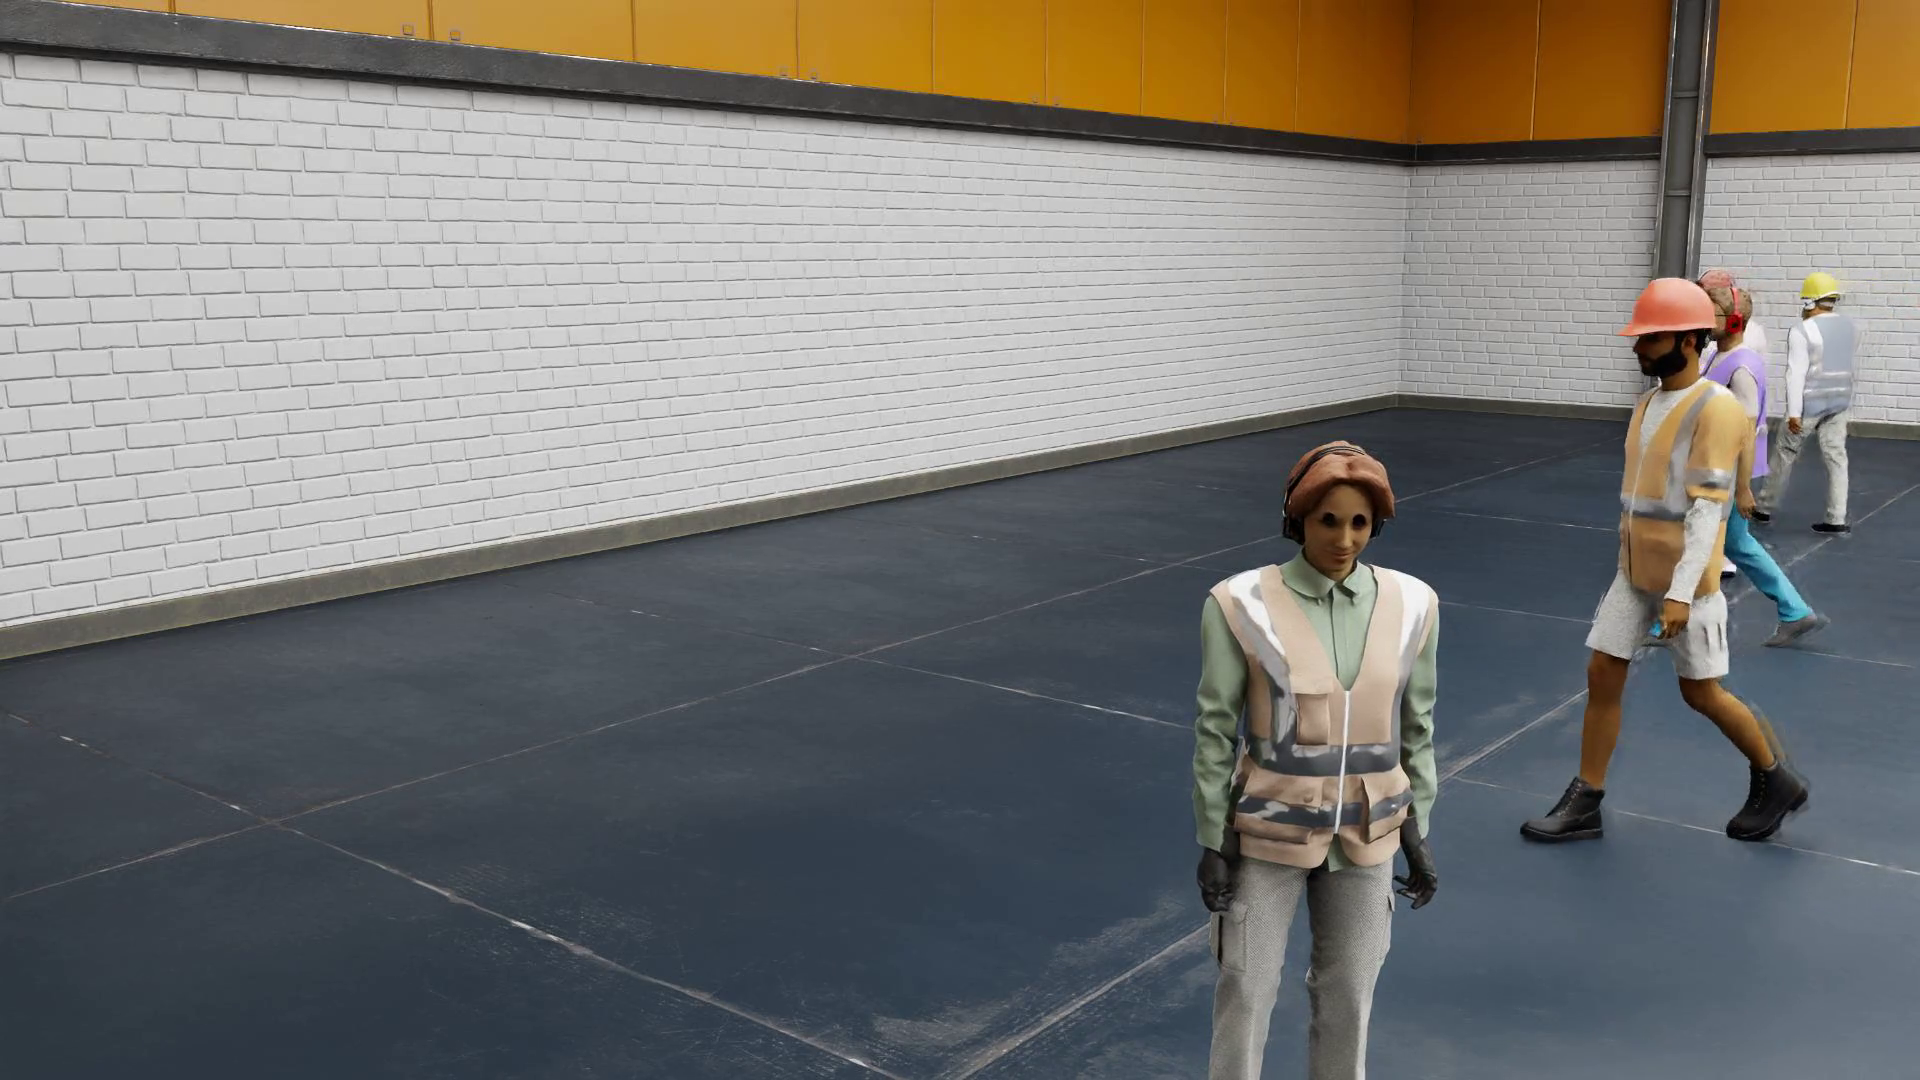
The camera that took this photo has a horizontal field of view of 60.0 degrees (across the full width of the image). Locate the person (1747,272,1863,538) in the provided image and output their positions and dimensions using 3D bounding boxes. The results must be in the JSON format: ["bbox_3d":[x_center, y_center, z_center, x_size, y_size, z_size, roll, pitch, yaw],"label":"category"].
[{"bbox_3d":[5.876,-0.946,11.556,0.599,1.794,0.883,-3,11,-14],"label":"person"}]

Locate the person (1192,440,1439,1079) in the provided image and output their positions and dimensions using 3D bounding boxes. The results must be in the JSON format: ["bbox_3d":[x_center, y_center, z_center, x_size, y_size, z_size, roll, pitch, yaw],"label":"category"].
[{"bbox_3d":[0.709,0.615,3.337,0.514,1.640,0.310,-2,10,-10],"label":"person"}]

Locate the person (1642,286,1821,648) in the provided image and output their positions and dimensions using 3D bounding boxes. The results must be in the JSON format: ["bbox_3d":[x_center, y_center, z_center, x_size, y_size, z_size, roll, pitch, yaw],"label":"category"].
[{"bbox_3d":[3.795,-0.340,8.172,0.927,1.808,0.573,3,11,19],"label":"person"}]

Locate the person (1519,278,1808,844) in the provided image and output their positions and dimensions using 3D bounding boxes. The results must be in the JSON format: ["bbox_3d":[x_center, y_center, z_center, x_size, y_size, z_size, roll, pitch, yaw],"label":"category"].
[{"bbox_3d":[2.396,0.089,5.516,0.926,1.909,0.542,-2,10,-12],"label":"person"}]

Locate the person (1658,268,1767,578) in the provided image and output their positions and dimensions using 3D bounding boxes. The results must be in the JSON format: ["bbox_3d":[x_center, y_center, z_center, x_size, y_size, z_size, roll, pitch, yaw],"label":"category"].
[{"bbox_3d":[4.548,-0.720,10.149,0.667,1.852,1.019,0,10,1],"label":"person"}]
